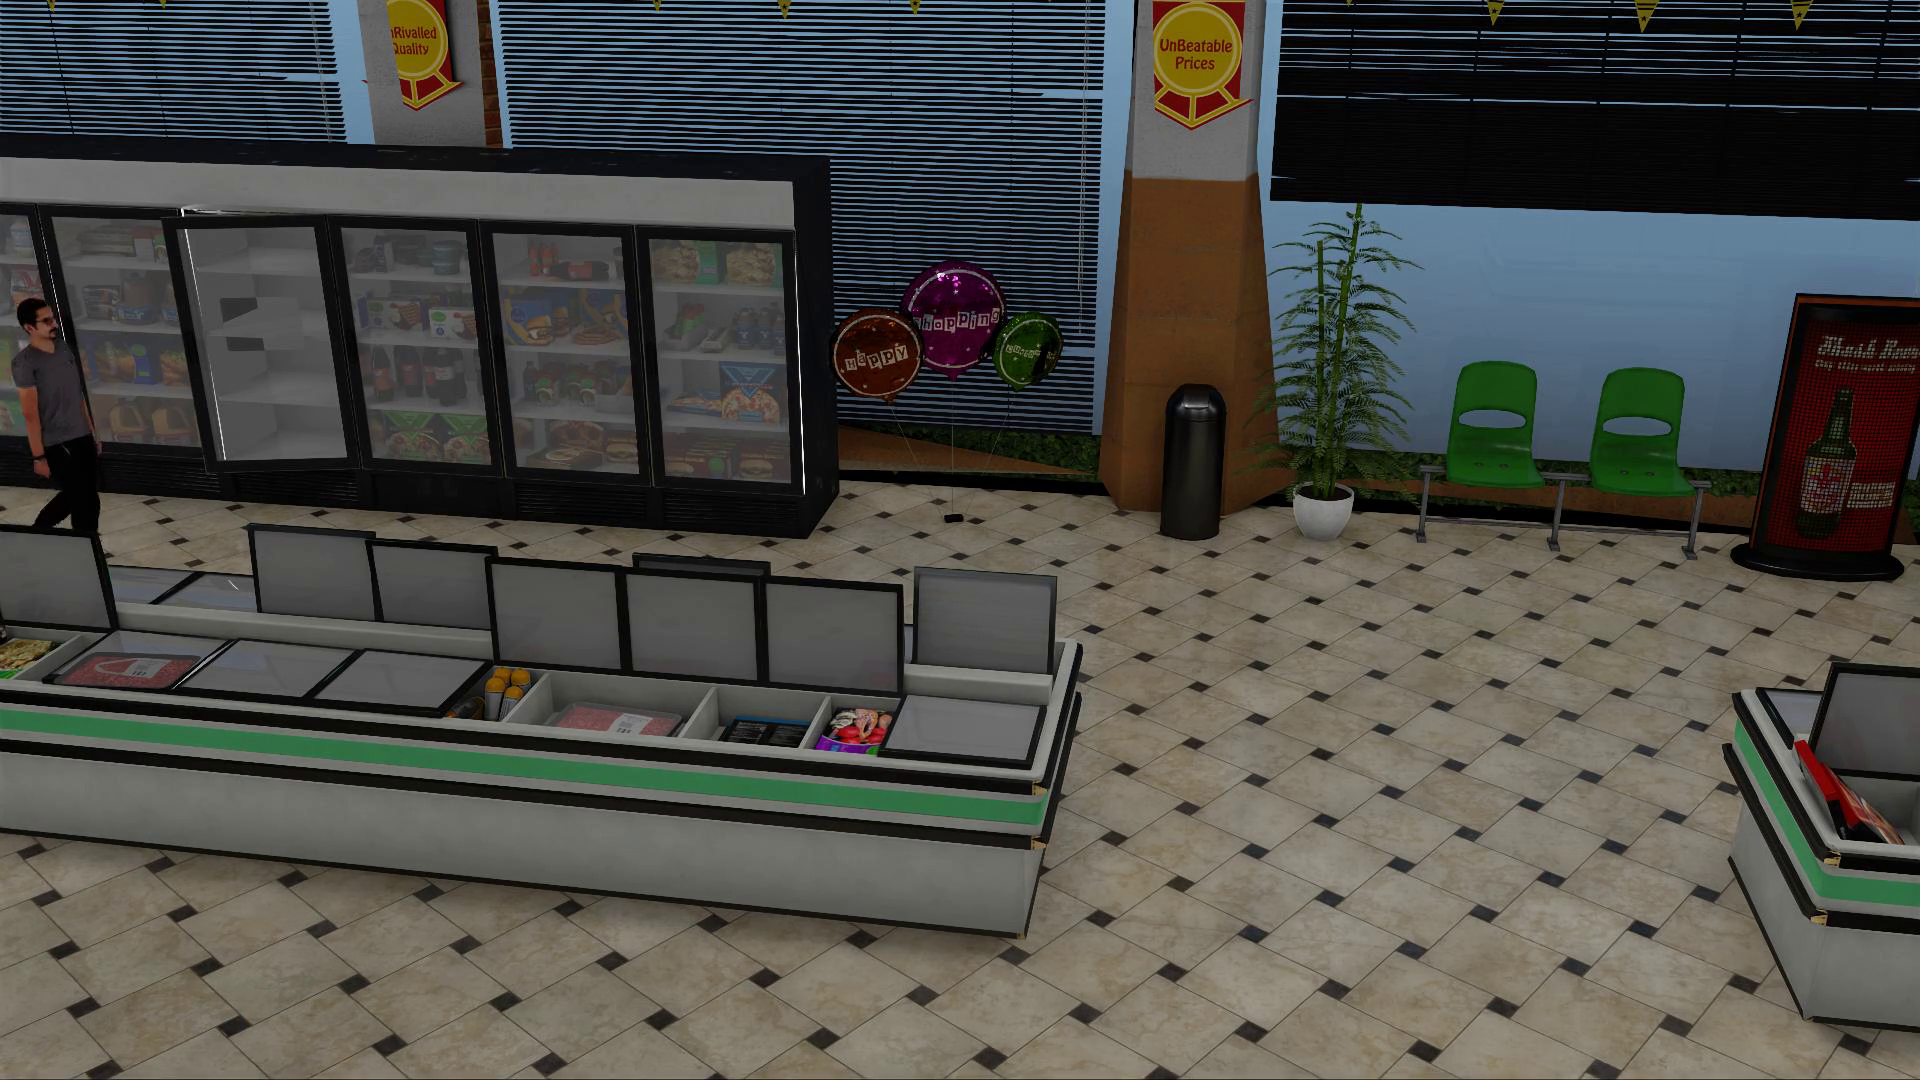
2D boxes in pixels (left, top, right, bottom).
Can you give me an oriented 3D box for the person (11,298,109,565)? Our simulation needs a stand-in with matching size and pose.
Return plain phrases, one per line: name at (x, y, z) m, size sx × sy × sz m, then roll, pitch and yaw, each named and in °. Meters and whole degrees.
person at (-5.381, -0.575, 9.846) m, size 1.041 × 1.736 × 0.715 m, roll 1°, pitch 22°, yaw 2°
